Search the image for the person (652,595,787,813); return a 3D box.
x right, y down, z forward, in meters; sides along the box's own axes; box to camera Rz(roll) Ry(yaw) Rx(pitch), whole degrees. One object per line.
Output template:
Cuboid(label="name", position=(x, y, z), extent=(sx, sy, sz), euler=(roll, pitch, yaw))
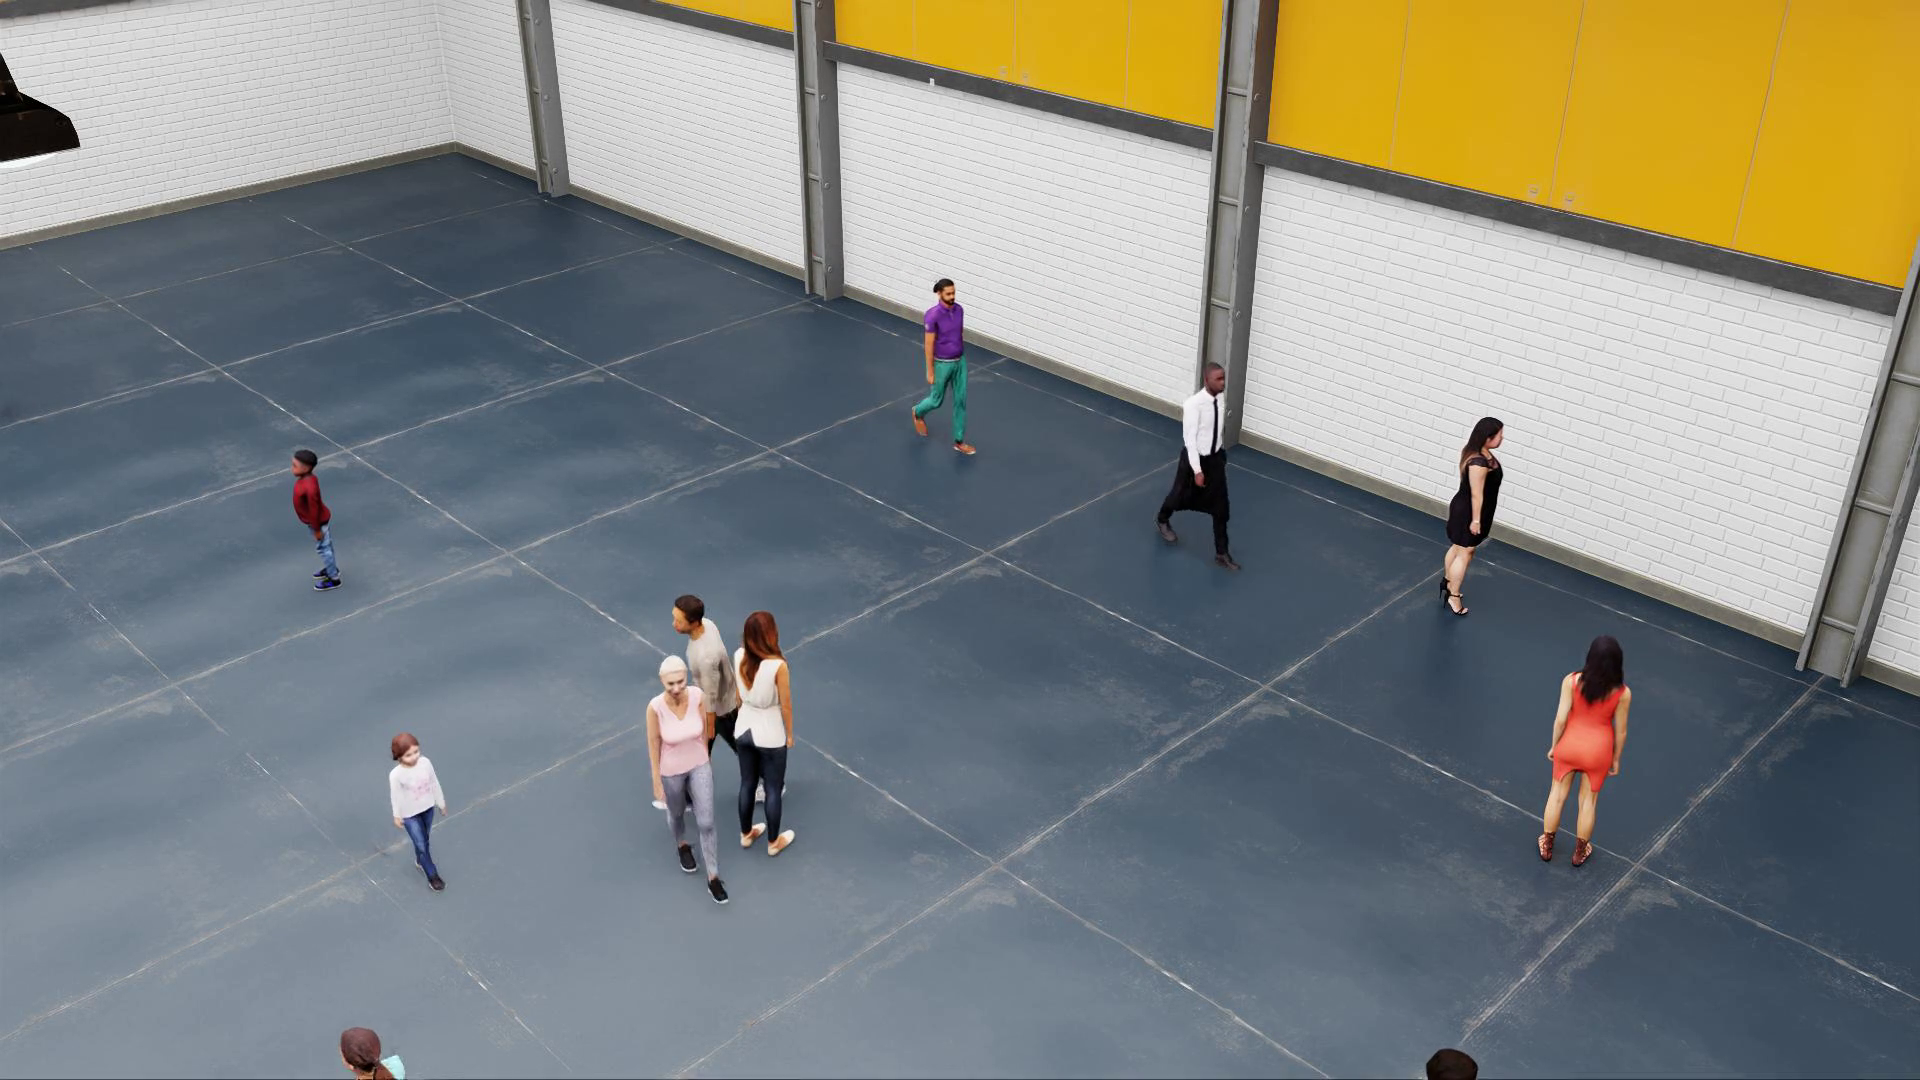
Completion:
Cuboid(label="person", position=(-1.513, 1.082, 11.135), extent=(1.032, 1.743, 1.198), euler=(-10, 30, -18))

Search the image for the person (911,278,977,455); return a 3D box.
Cuboid(label="person", position=(-0.187, -1.732, 16.295), extent=(0.716, 1.742, 1.141), euler=(-21, 35, -33))

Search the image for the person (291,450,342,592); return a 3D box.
Cuboid(label="person", position=(-5.401, -0.188, 13.976), extent=(0.630, 1.252, 0.529), euler=(-10, 30, -18))

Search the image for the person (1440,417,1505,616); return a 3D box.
Cuboid(label="person", position=(4.152, -0.217, 13.546), extent=(0.802, 1.716, 0.768), euler=(4, 29, 7))

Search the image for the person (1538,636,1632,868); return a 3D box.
Cuboid(label="person", position=(4.000, 1.353, 10.664), extent=(0.586, 1.719, 0.722), euler=(11, 31, 20))

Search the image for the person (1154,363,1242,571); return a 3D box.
Cuboid(label="person", position=(1.996, -0.680, 14.323), extent=(0.812, 1.783, 1.323), euler=(-18, 34, -30))

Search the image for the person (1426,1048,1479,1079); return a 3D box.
Cuboid(label="person", position=(2.107, 2.993, 7.674), extent=(0.573, 1.703, 0.650), euler=(20, 35, 32))

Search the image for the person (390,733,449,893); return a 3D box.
Cuboid(label="person", position=(-3.525, 1.689, 10.695), extent=(0.651, 1.098, 0.486), euler=(22, 36, 35))

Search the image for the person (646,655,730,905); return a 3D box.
Cuboid(label="person", position=(-1.785, 1.412, 10.578), extent=(0.816, 1.699, 1.047), euler=(-11, 31, -20))

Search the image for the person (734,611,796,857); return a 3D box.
Cuboid(label="person", position=(-1.306, 1.264, 10.762), extent=(0.559, 1.781, 0.698), euler=(13, 31, 23))
